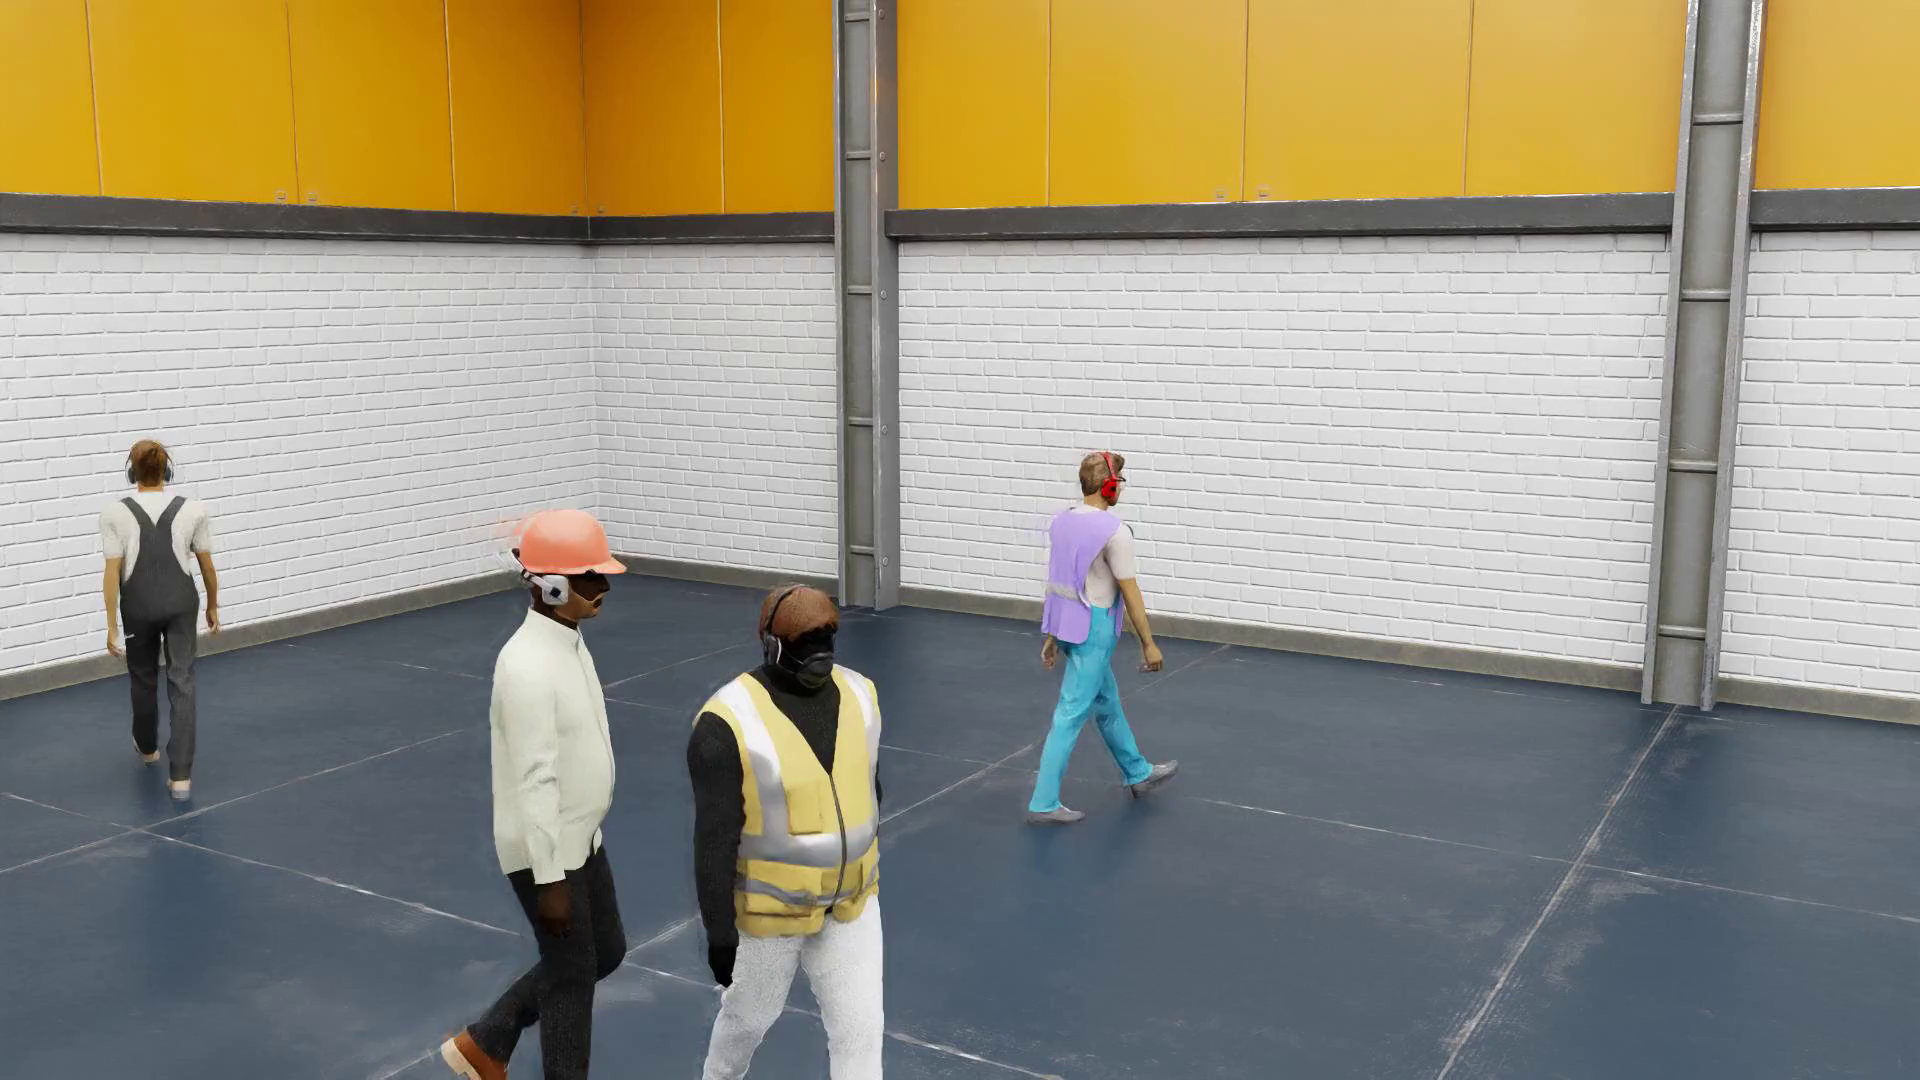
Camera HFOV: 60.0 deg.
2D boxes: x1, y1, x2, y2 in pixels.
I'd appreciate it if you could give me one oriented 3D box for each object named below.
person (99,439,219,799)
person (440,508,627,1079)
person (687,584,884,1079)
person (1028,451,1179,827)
[{"bbox_3d":[-4.138,0.376,8.622,0.541,1.795,0.954,-5,11,-30],"label":"person"},{"bbox_3d":[-1.238,0.885,4.899,0.570,1.978,0.628,0,9,0],"label":"person"},{"bbox_3d":[-0.491,1.000,4.745,0.639,1.802,0.949,-7,11,-36],"label":"person"},{"bbox_3d":[0.720,0.470,8.074,0.980,1.789,0.572,-4,10,-24],"label":"person"}]
